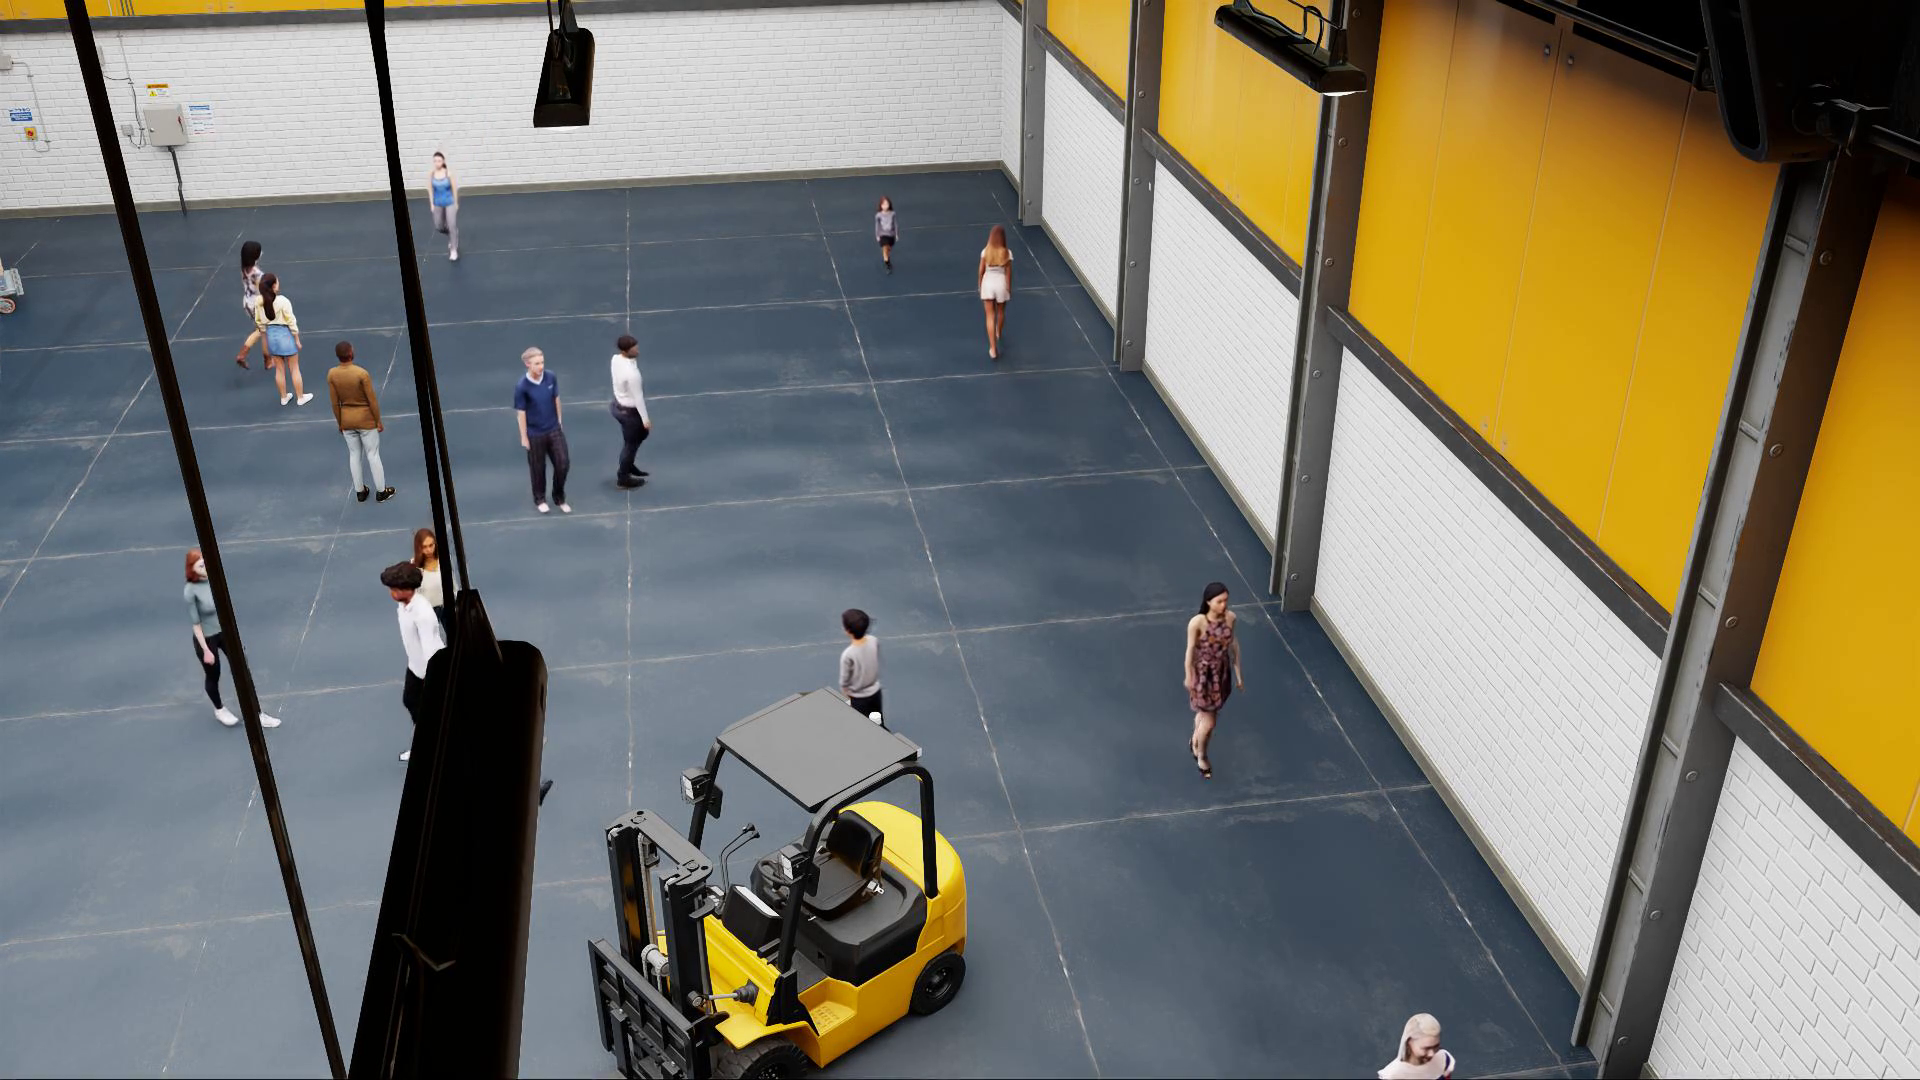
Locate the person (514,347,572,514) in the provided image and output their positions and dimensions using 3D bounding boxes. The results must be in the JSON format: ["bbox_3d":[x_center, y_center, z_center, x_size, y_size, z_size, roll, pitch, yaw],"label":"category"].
[{"bbox_3d":[-4.415,-1.159,17.372,0.845,1.847,0.898,-21,35,-33],"label":"person"}]

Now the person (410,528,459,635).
[{"bbox_3d":[-4.548,0.583,14.396,0.889,1.638,1.067,-19,34,-31],"label":"person"}]

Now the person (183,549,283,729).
[{"bbox_3d":[-6.271,0.821,13.877,0.971,1.718,0.962,13,31,23],"label":"person"}]

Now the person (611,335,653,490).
[{"bbox_3d":[-3.586,-1.370,17.782,0.857,1.825,0.692,-21,35,-33],"label":"person"}]

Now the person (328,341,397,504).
[{"bbox_3d":[-6.359,-1.250,17.570,0.672,1.817,0.608,1,29,1],"label":"person"}]

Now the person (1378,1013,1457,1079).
[{"bbox_3d":[2.468,3.305,9.229,0.689,1.808,0.605,-12,31,-21],"label":"person"}]

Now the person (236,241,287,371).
[{"bbox_3d":[-8.761,-2.843,20.598,0.926,1.714,0.965,20,34,32],"label":"person"}]

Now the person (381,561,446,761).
[{"bbox_3d":[-4.288,0.952,13.573,0.980,1.779,1.048,25,37,38],"label":"person"}]

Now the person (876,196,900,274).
[{"bbox_3d":[-1.067,-4.490,24.276,0.532,1.083,0.807,-8,30,-15],"label":"person"}]

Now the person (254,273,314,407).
[{"bbox_3d":[-8.114,-2.396,19.862,0.699,1.633,0.659,3,29,6],"label":"person"}]

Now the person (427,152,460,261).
[{"bbox_3d":[-7.613,-4.971,24.616,0.643,1.602,0.813,0,29,0],"label":"person"}]

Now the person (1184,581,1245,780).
[{"bbox_3d":[1.962,1.072,13.378,0.723,1.755,0.810,-13,31,-23],"label":"person"}]

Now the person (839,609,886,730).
[{"bbox_3d":[-0.774,1.244,13.282,0.686,1.545,0.649,25,37,37],"label":"person"}]

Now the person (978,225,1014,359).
[{"bbox_3d":[0.439,-3.138,21.208,0.731,1.646,1.158,0,29,0],"label":"person"}]
